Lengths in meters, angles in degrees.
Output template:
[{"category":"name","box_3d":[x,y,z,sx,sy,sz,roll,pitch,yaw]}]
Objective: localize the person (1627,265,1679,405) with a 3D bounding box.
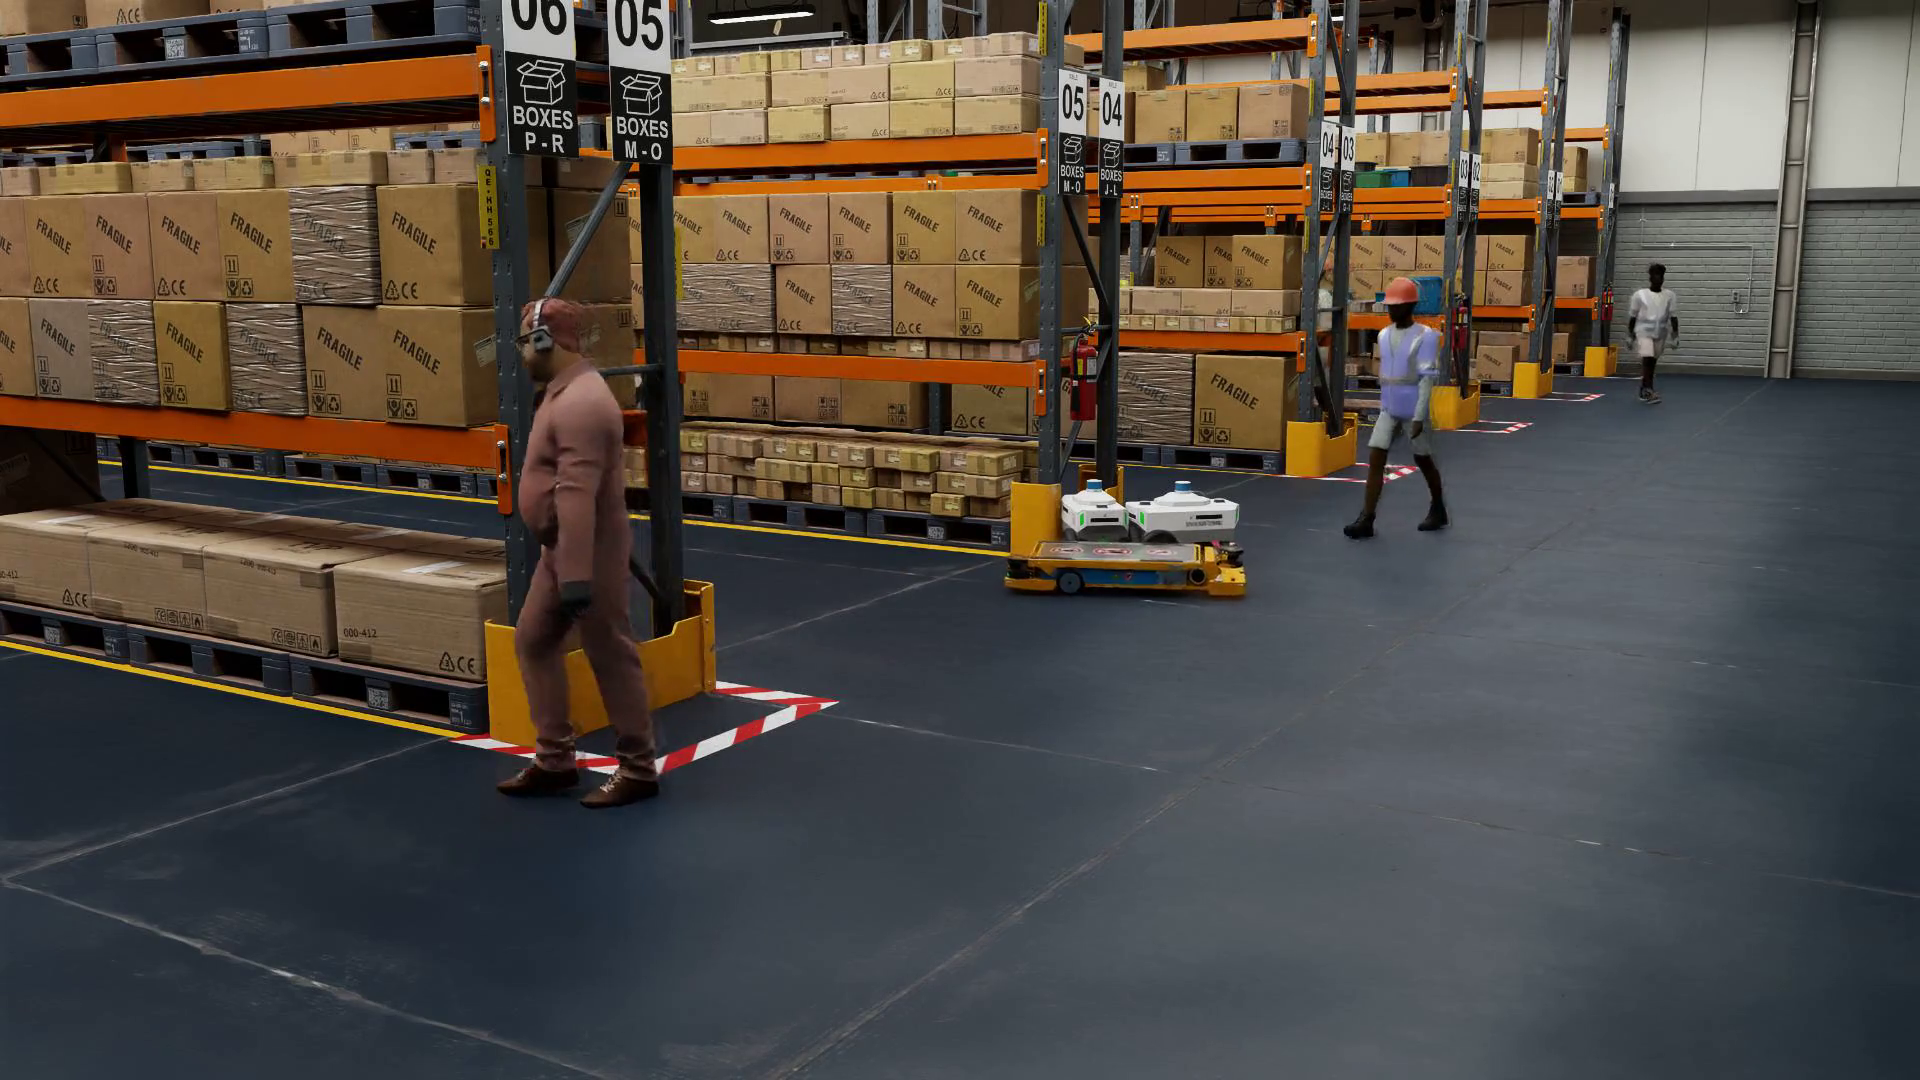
[{"category":"person","box_3d":[9.573,-2.833,22.949,0.623,1.913,0.998,0,10,2]}]

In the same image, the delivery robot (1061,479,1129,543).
[{"category":"delivery robot","box_3d":[0.882,-0.156,10.966,0.477,0.478,0.707,-1,10,-7]}]

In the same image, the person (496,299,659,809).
[{"category":"person","box_3d":[-1.466,0.062,6.102,0.725,1.866,0.793,-3,10,-17]}]

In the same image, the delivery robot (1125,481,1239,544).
[{"category":"delivery robot","box_3d":[1.456,-0.143,10.889,0.707,0.478,0.477,-2,10,-13]}]

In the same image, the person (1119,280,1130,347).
[{"category":"person","box_3d":[1.916,-2.403,20.930,0.714,1.743,0.526,6,11,31]}]

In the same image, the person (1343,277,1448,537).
[{"category":"person","box_3d":[3.238,-0.960,12.106,1.022,1.888,0.552,-8,12,-38]}]

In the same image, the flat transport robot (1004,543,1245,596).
[{"category":"flat transport robot","box_3d":[1.019,0.164,10.199,1.431,0.197,0.652,1,10,8]}]

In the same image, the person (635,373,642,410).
[{"category":"person","box_3d":[-3.112,-1.411,15.450,0.320,1.628,0.508,1,10,8]}]

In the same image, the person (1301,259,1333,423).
[{"category":"person","box_3d":[3.621,-1.919,17.292,0.650,2.020,0.613,9,13,42]}]
